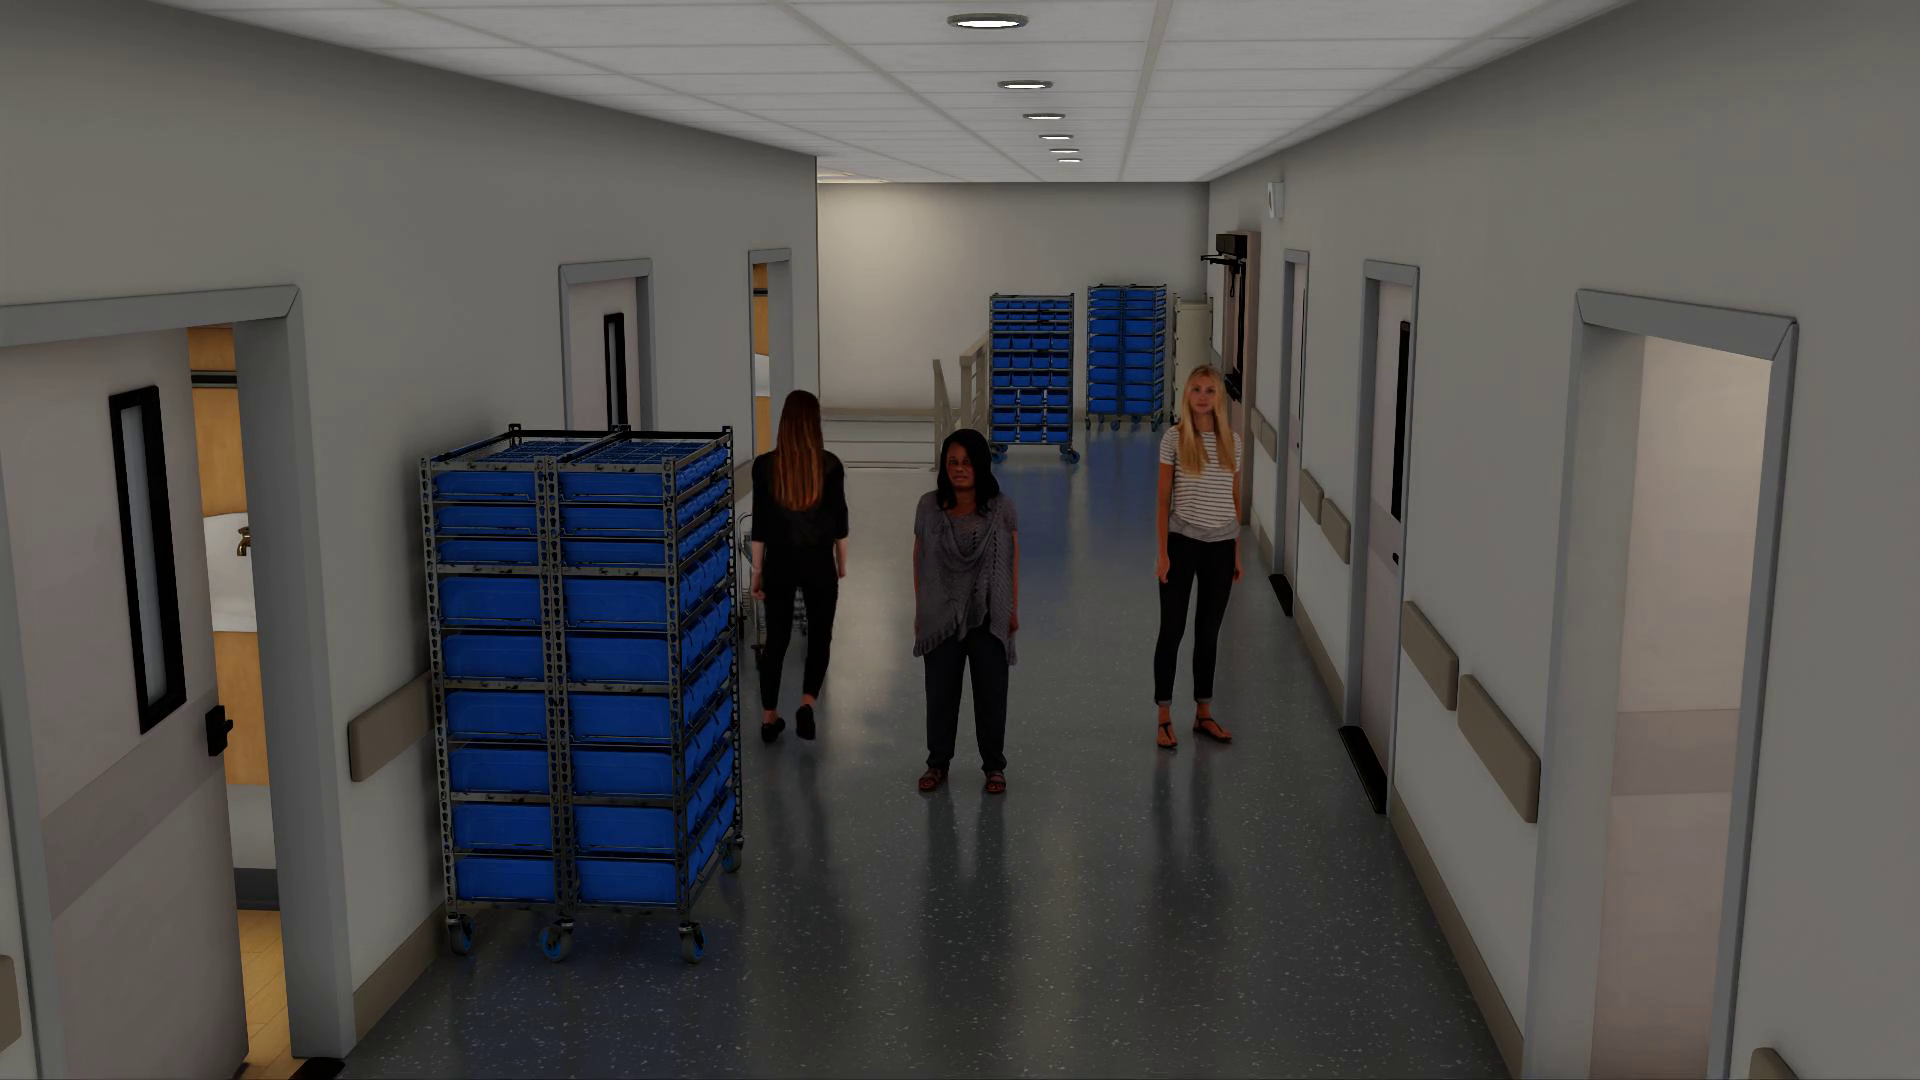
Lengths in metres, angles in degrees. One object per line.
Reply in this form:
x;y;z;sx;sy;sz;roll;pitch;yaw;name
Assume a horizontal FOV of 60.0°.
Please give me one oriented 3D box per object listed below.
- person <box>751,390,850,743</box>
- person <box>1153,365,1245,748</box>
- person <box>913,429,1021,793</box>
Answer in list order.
-0.757;0.160;7.862;0.616;1.692;0.795;0;11;-2;person
1.133;0.068;7.986;0.674;1.824;0.654;-3;11;-16;person
0.034;0.301;7.337;0.612;1.610;0.626;1;11;5;person
